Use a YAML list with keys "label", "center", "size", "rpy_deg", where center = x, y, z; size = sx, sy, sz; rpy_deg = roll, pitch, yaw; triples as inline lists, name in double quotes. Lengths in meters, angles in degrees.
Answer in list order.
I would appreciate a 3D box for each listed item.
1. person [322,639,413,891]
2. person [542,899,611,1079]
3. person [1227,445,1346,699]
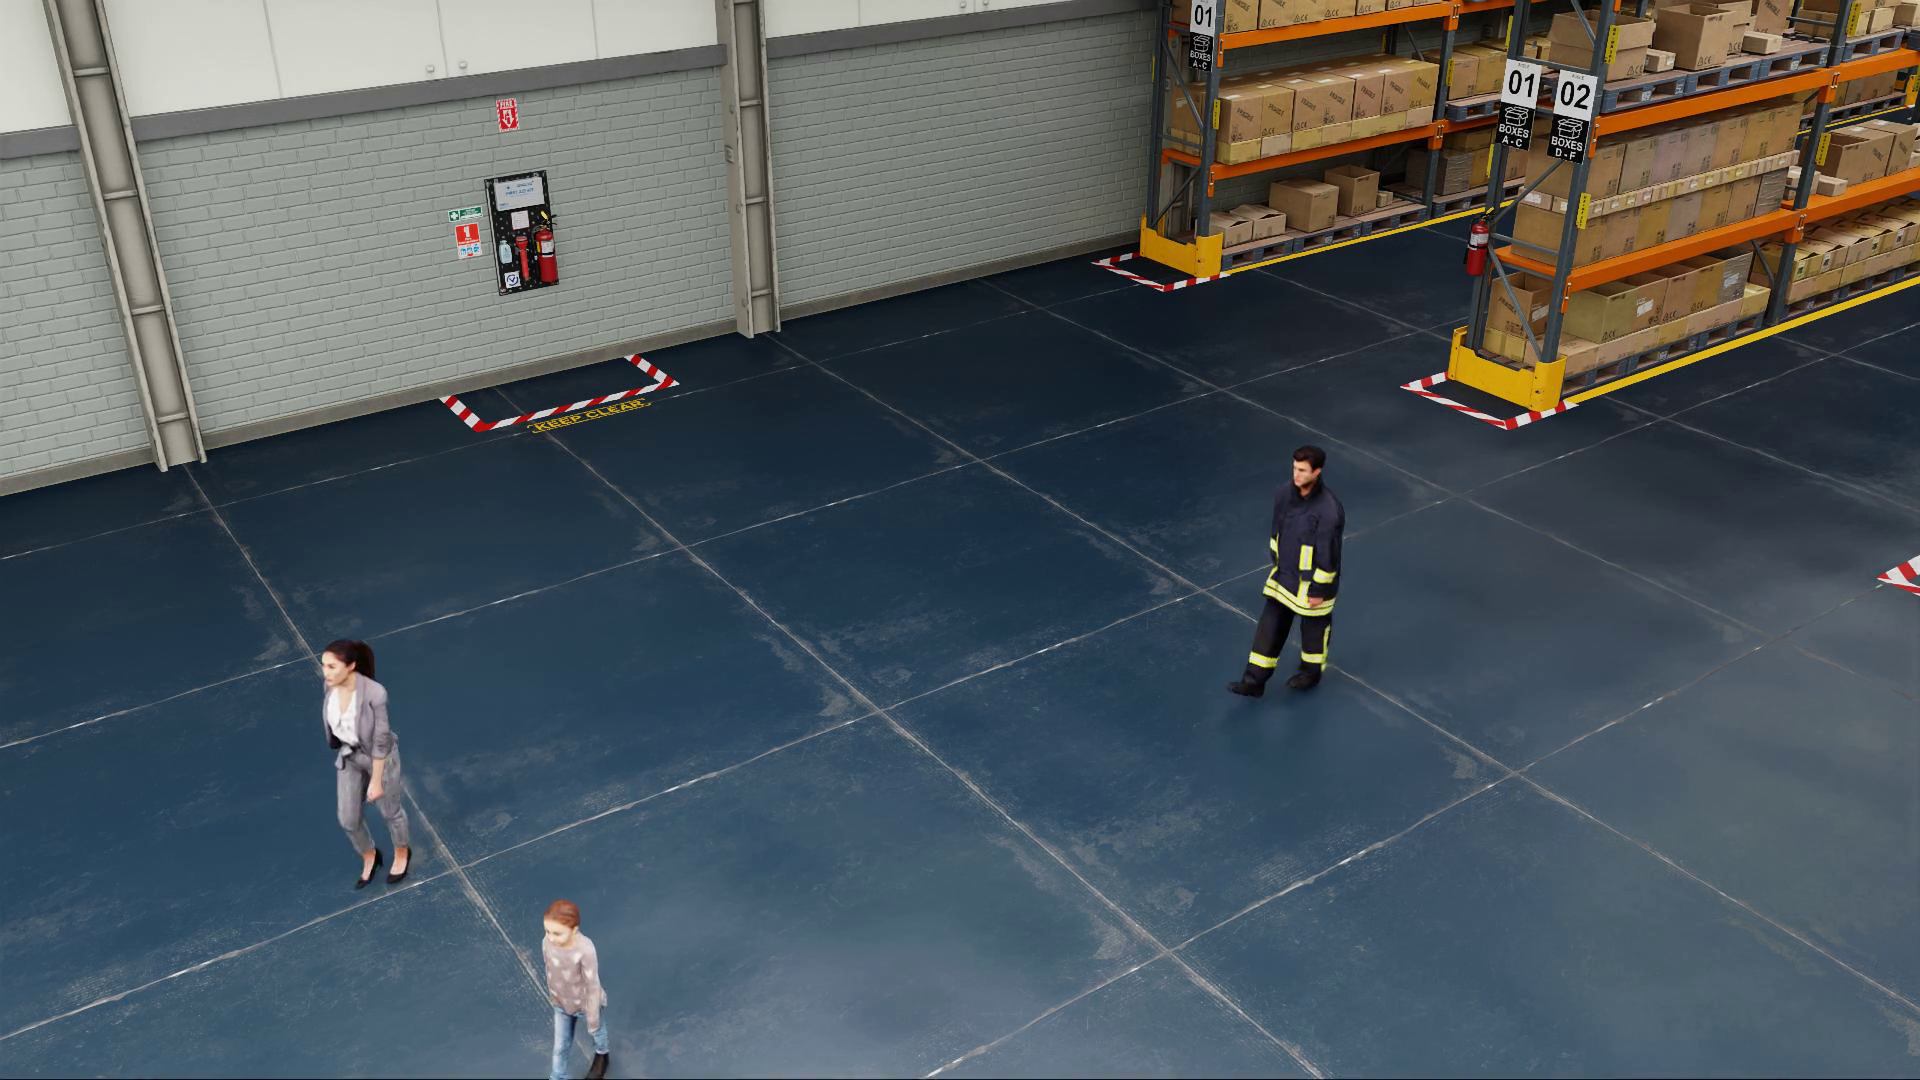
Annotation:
- label: "person"
  center: [-3.328, 1.250, 9.553]
  size: [0.751, 1.661, 0.800]
  rpy_deg: [9, 29, 18]
- label: "person"
  center: [-1.856, 2.222, 8.198]
  size: [0.743, 1.173, 0.848]
  rpy_deg: [10, 29, 18]
- label: "person"
  center: [2.408, 0.200, 11.335]
  size: [1.024, 1.898, 0.824]
  rpy_deg: [-19, 33, -33]
